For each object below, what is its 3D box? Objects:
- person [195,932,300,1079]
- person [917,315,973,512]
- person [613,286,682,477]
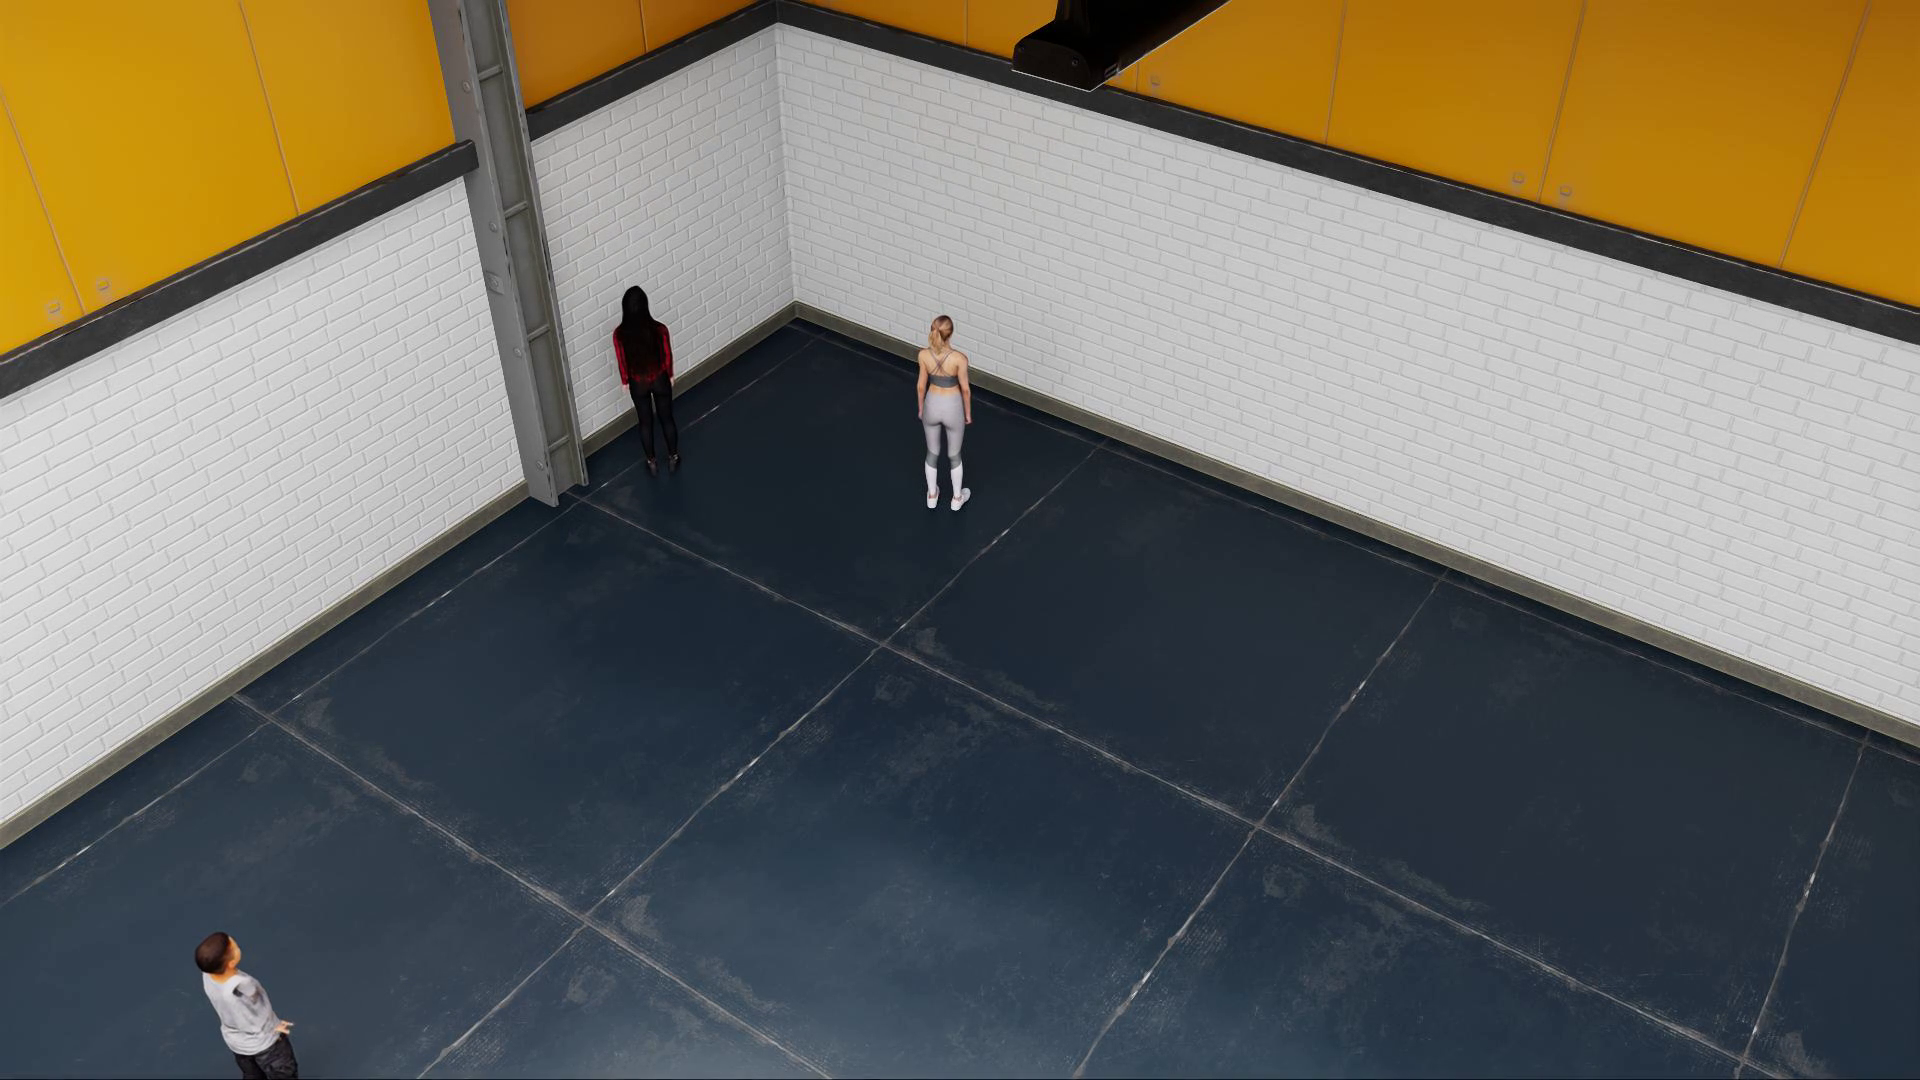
[{"bbox_3d":[-3.672,2.496,8.586,0.634,1.456,0.608,10,40,13],"label":"person"},{"bbox_3d":[-0.127,-0.974,12.734,0.648,1.703,0.648,8,39,10],"label":"person"},{"bbox_3d":[-2.442,-1.234,13.098,0.649,1.654,0.719,-8,39,-10],"label":"person"}]
